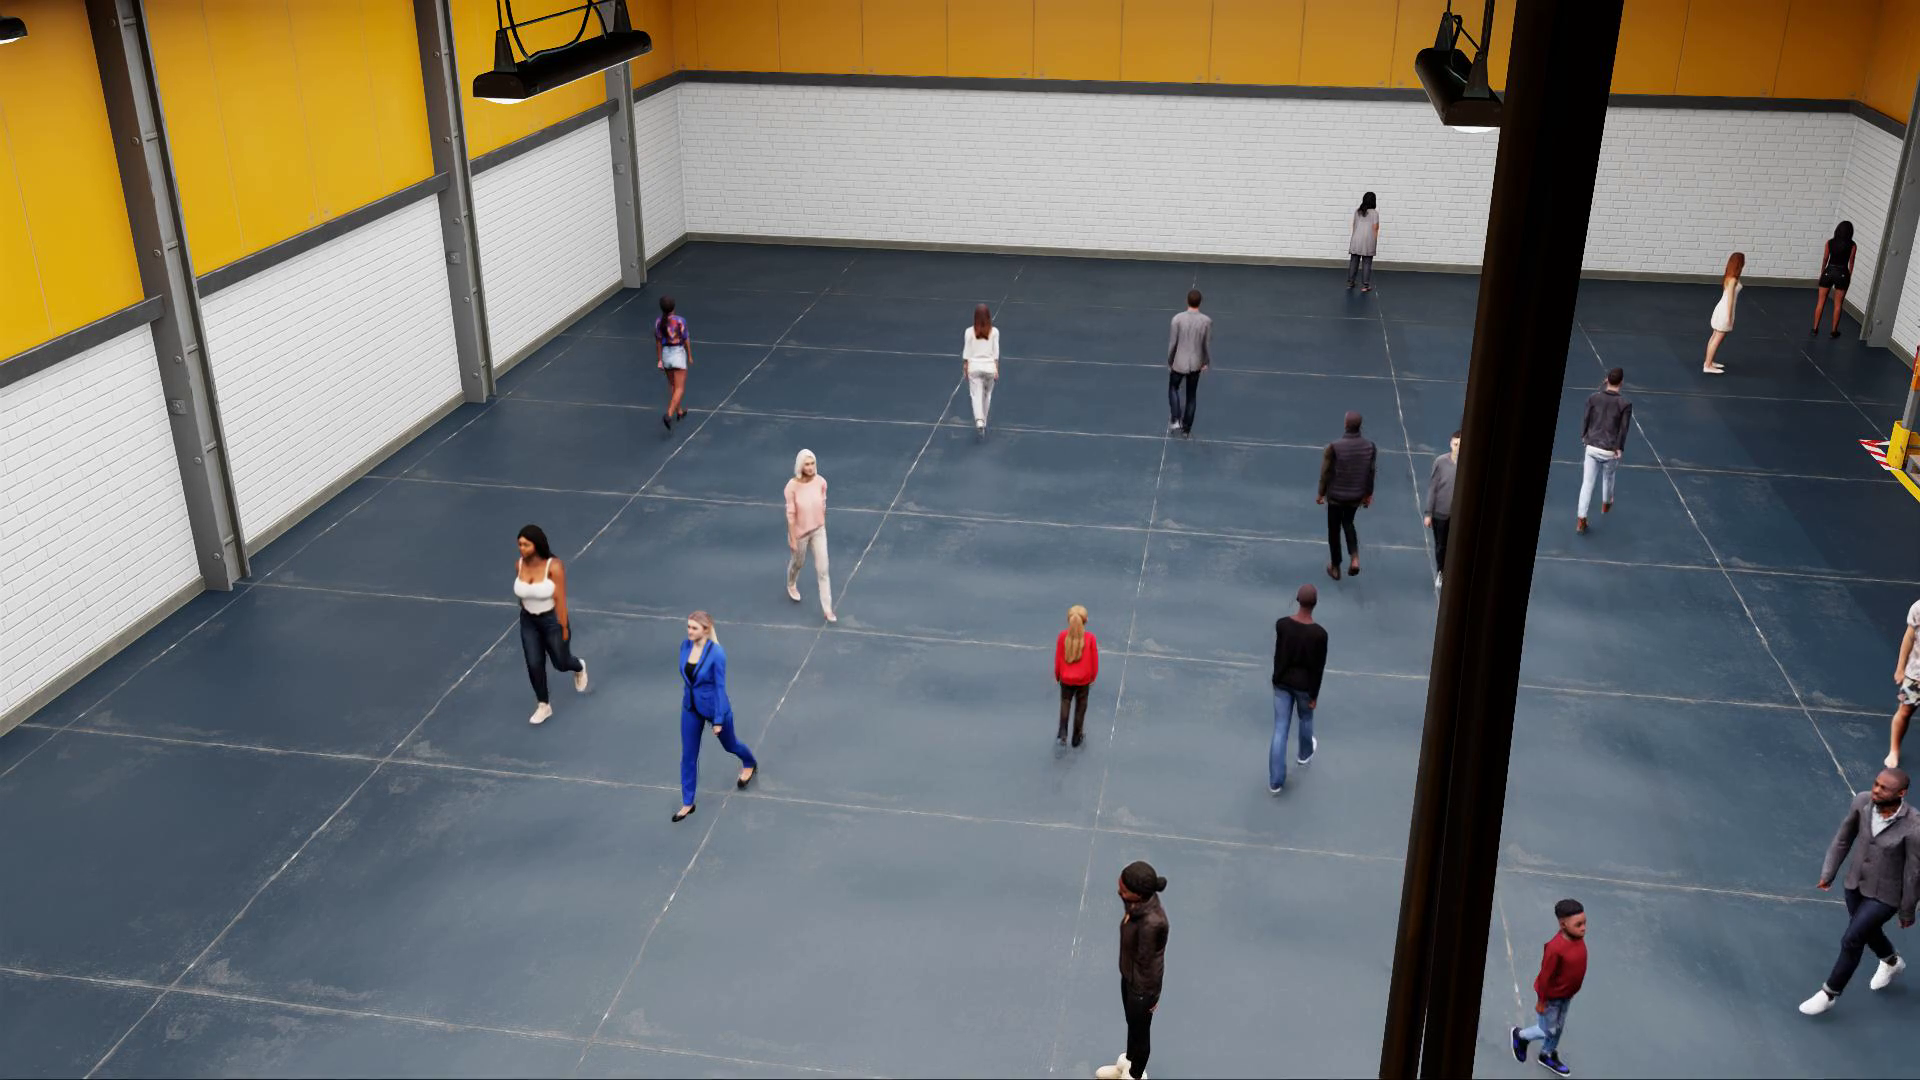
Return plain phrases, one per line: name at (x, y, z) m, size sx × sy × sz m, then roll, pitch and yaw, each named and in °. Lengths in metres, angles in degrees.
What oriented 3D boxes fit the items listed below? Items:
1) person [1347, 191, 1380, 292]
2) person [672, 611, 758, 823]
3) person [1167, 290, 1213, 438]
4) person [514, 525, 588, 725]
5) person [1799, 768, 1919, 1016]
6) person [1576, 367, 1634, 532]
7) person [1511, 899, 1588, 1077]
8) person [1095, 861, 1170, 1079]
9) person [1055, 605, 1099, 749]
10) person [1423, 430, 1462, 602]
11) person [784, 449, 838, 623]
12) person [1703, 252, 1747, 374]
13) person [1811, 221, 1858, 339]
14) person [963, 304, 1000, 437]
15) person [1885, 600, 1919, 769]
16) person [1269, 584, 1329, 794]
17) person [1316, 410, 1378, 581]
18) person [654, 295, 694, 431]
person at (6.649, -4.932, 27.411) m, size 0.766 × 1.603 × 0.814 m, roll 19°, pitch 30°, yaw 37°
person at (-1.909, 1.320, 13.030) m, size 0.862 × 1.666 × 1.219 m, roll 12°, pitch 26°, yaw 25°
person at (2.855, -2.170, 20.777) m, size 0.749 × 1.855 × 0.697 m, roll 0°, pitch 24°, yaw -1°
person at (-3.525, 0.682, 14.328) m, size 0.699 × 1.796 × 0.986 m, roll 7°, pitch 25°, yaw 16°
person at (5.981, 2.248, 10.757) m, size 1.143 × 1.785 × 1.210 m, roll -8°, pitch 25°, yaw -18°
person at (6.943, -0.944, 18.044) m, size 0.934 × 1.797 × 1.224 m, roll 14°, pitch 27°, yaw 29°
person at (3.641, 2.744, 10.296) m, size 0.665 × 1.247 × 0.724 m, roll -16°, pitch 28°, yaw -33°
person at (1.095, 2.643, 10.009) m, size 0.702 × 1.660 × 0.633 m, roll -13°, pitch 27°, yaw -28°
person at (0.951, 1.165, 13.871) m, size 0.525 × 1.276 × 0.568 m, roll 7°, pitch 24°, yaw 15°
person at (4.893, -0.272, 16.609) m, size 0.769 × 1.716 × 1.144 m, roll 8°, pitch 25°, yaw 18°
person at (-1.535, -0.088, 16.240) m, size 1.082 × 1.674 × 1.214 m, roll -13°, pitch 27°, yaw -27°
person at (10.716, -3.197, 23.313) m, size 0.669 × 1.706 × 0.528 m, roll 9°, pitch 25°, yaw 20°
person at (13.103, -3.911, 24.901) m, size 0.674 × 1.743 × 0.660 m, roll 16°, pitch 28°, yaw 31°
person at (0.278, -2.122, 20.904) m, size 0.761 × 1.666 × 1.082 m, roll -1°, pitch 24°, yaw -3°
person at (7.905, 1.028, 13.517) m, size 0.705 × 1.811 × 0.628 m, roll 8°, pitch 25°, yaw 18°
person at (2.636, 1.210, 13.227) m, size 0.813 × 1.709 × 1.116 m, roll 11°, pitch 26°, yaw 23°
person at (3.914, -0.413, 16.798) m, size 0.838 × 1.823 × 0.902 m, roll -4°, pitch 24°, yaw -9°
person at (-3.655, -2.226, 21.082) m, size 0.660 × 1.714 × 1.103 m, roll 6°, pitch 24°, yaw 14°
